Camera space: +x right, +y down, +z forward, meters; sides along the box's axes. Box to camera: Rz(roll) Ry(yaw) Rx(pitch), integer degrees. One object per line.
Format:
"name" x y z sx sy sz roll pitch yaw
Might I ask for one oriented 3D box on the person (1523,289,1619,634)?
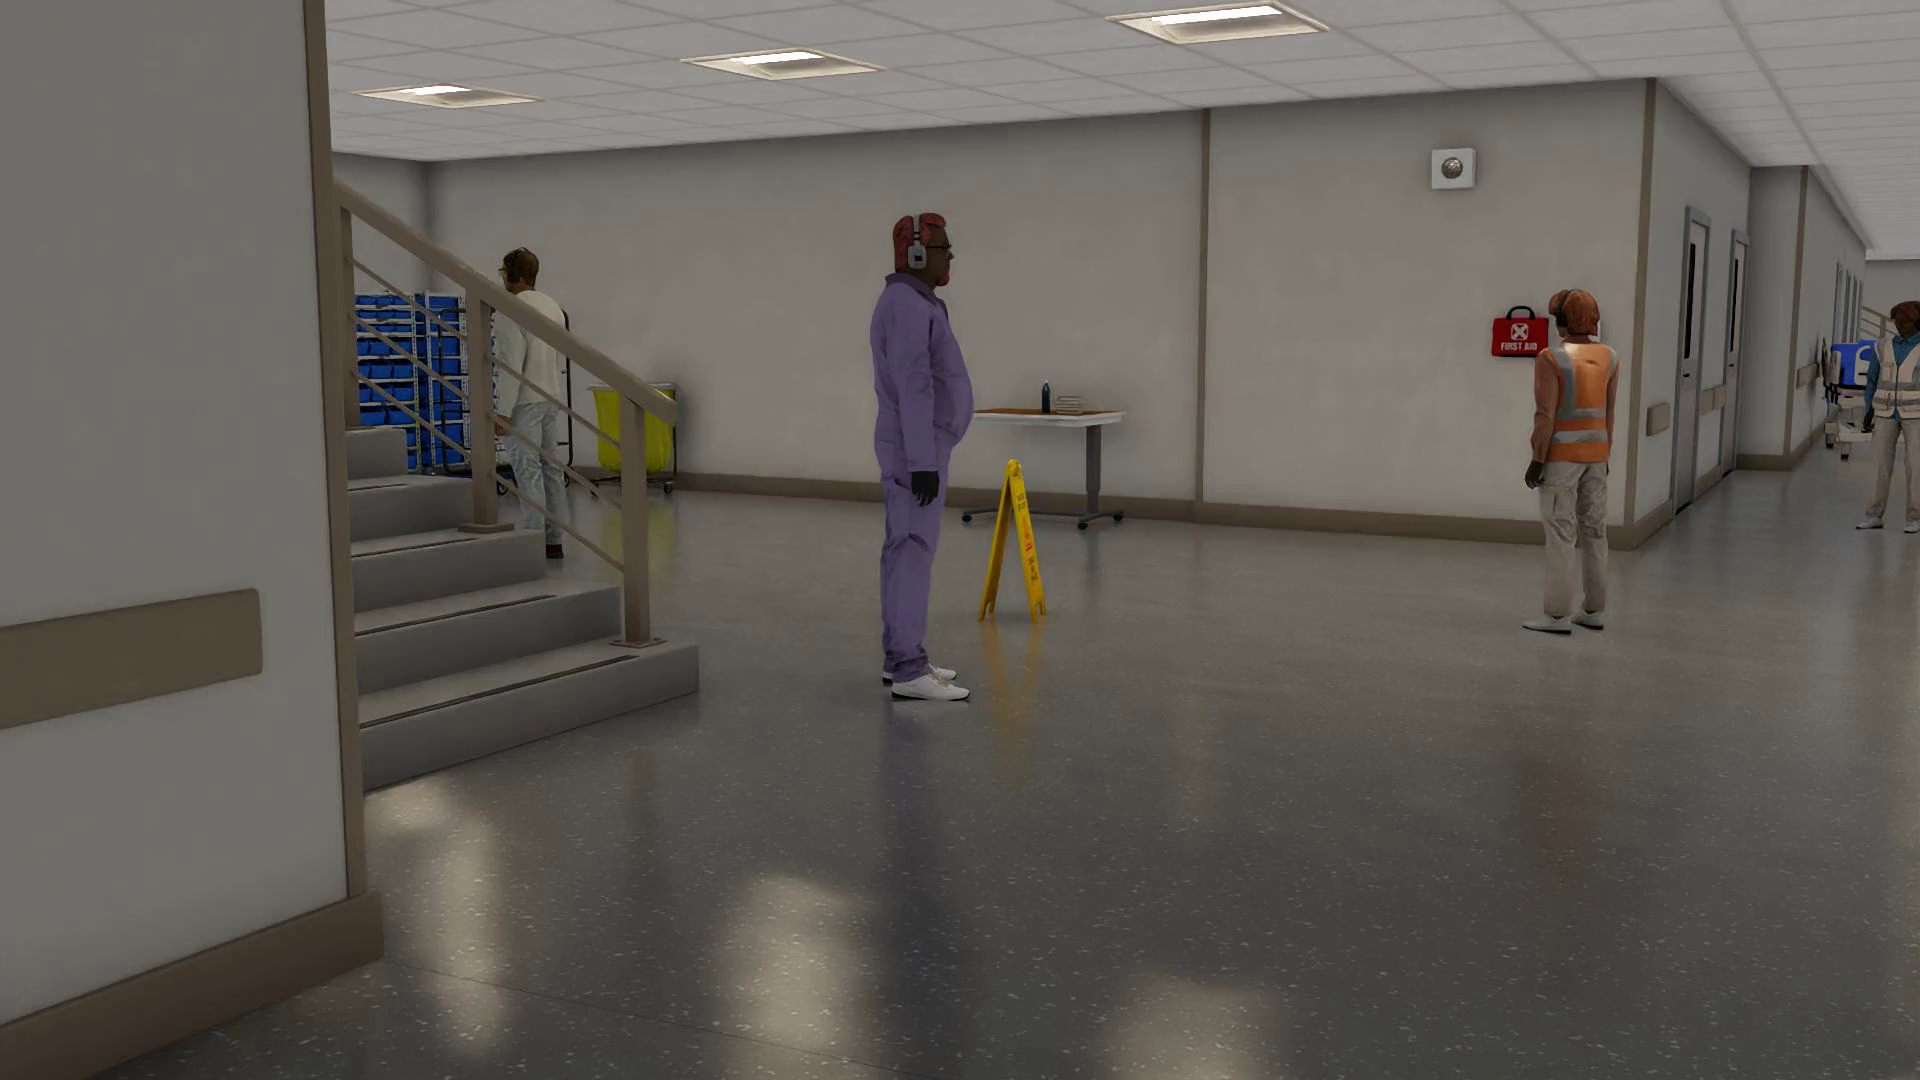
"person" 2.916 -0.370 7.935 0.522 1.638 0.311 -4 8 -28

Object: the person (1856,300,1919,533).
"person" 6.669 -0.869 11.775 0.311 1.639 0.512 -6 10 -39

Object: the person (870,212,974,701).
"person" -0.148 -0.331 6.607 0.406 1.911 0.639 -1 7 -6

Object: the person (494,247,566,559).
"person" -2.655 -0.815 10.214 0.371 1.941 0.627 2 8 16
